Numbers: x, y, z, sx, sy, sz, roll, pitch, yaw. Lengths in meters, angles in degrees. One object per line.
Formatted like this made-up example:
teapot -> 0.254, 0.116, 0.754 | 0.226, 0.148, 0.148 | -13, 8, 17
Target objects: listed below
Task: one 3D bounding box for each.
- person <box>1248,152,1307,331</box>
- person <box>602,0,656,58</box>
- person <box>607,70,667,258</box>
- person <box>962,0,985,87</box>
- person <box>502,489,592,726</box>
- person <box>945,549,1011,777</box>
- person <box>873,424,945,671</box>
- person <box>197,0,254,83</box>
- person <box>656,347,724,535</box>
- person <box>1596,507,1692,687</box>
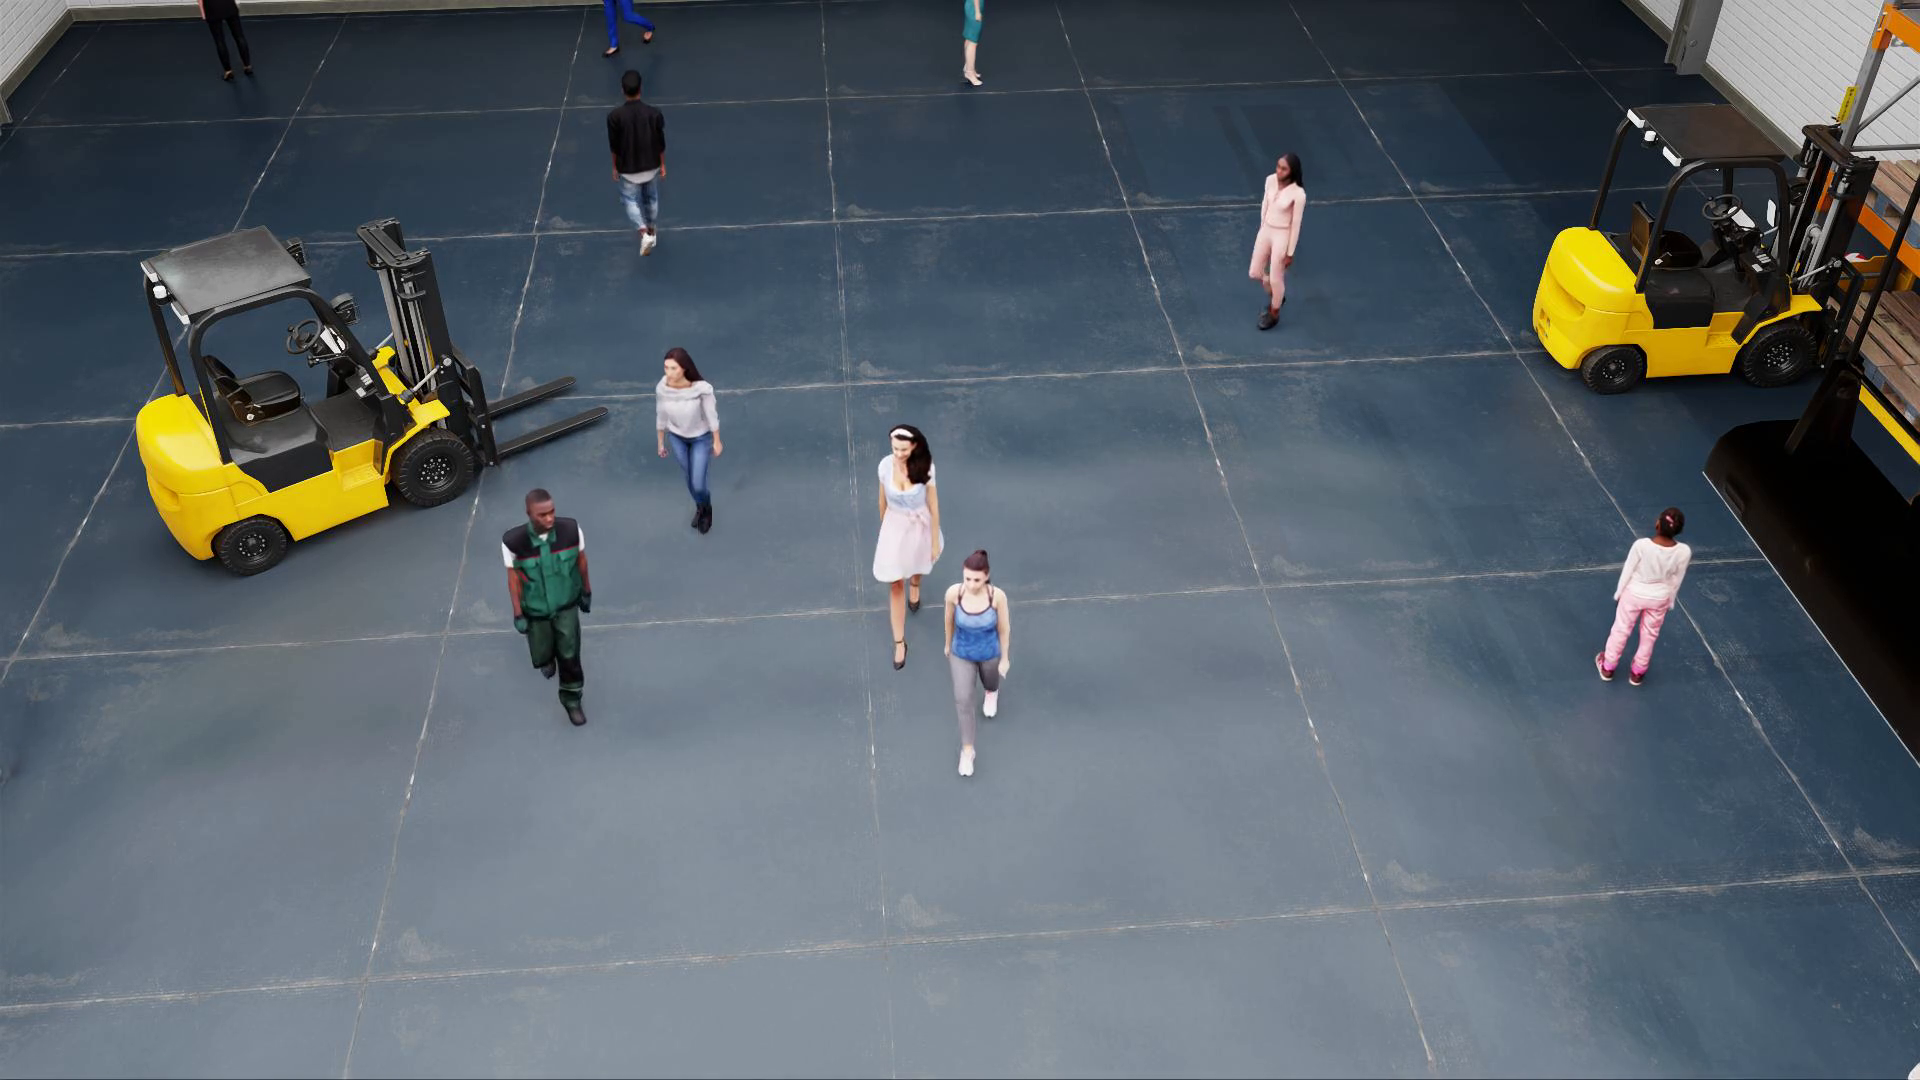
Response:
person -> 2.878, -2.666, 14.729 | 0.827, 1.707, 0.749 | -25, 45, -28
person -> -3.971, -6.541, 19.601 | 1.058, 1.682, 1.004 | -29, 47, -31
person -> -3.031, -3.522, 15.730 | 0.856, 1.797, 1.020 | -14, 41, -17
person -> 0.165, -6.057, 18.993 | 0.619, 1.686, 0.424 | -2, 39, -2
person -> -2.684, 0.374, 10.833 | 0.888, 1.819, 1.037 | -16, 41, -19
person -> 0.128, 0.681, 10.640 | 0.738, 1.579, 1.095 | 4, 39, 6
person -> -0.330, -0.078, 11.447 | 0.762, 1.759, 1.218 | 3, 39, 4
person -> -8.458, -6.088, 19.054 | 0.684, 1.657, 0.723 | -31, 48, -33
person -> -1.985, -0.789, 12.451 | 0.718, 1.616, 0.714 | 10, 40, 13
person -> 4.605, 0.362, 11.144 | 0.586, 1.449, 0.575 | 8, 39, 10
